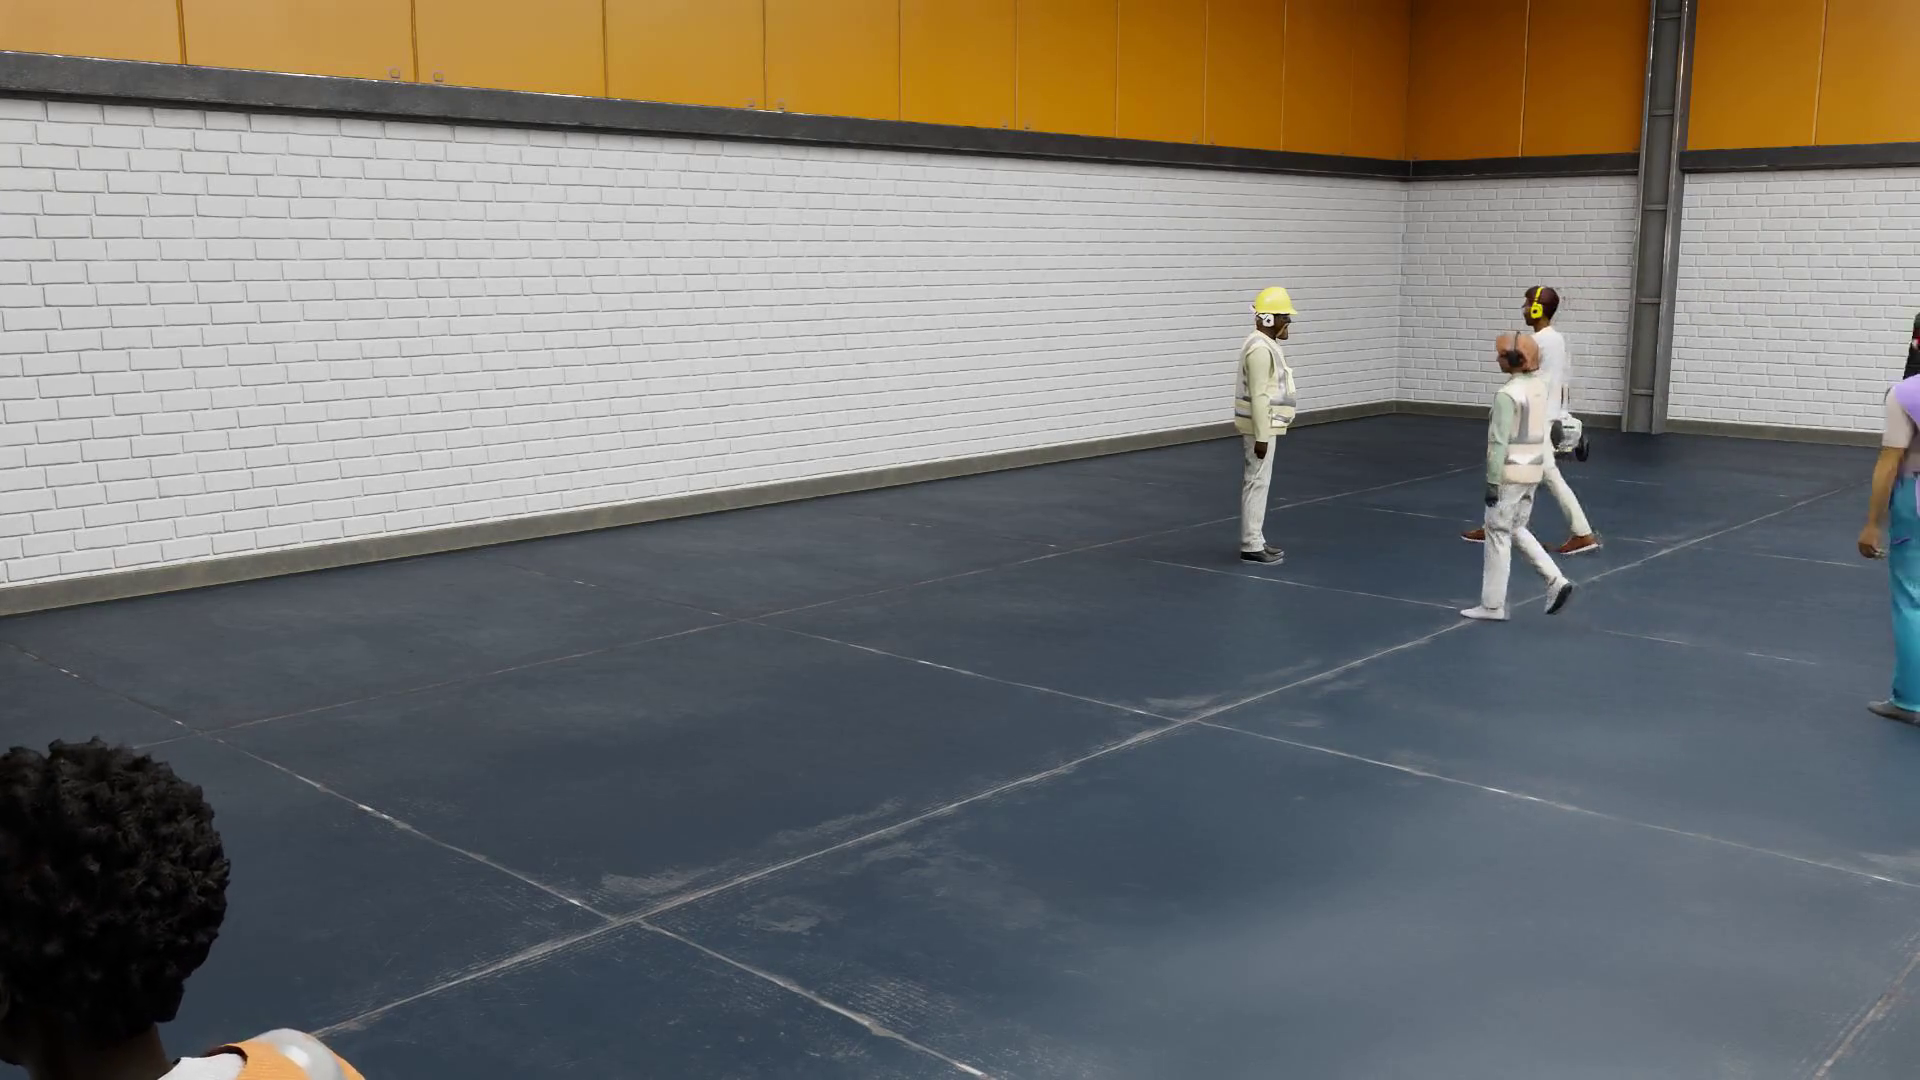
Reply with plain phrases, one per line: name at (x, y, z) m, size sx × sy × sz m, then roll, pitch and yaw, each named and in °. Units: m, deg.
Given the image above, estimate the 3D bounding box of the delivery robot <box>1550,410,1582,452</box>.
delivery robot at (5.876, -1.120, 16.417) m, size 0.477 × 0.478 × 0.707 m, roll 1°, pitch 10°, yaw 5°

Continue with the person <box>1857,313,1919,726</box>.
person at (4.199, -0.089, 7.203) m, size 0.562 × 1.830 × 0.443 m, roll -3°, pitch 10°, yaw -16°

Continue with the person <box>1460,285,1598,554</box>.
person at (3.970, -0.825, 11.406) m, size 0.969 × 1.832 × 0.515 m, roll 7°, pitch 12°, yaw 33°

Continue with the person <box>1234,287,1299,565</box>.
person at (2.011, -0.747, 10.963) m, size 0.403 × 1.825 × 0.591 m, roll 2°, pitch 10°, yaw 11°

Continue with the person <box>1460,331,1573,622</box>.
person at (3.072, -0.334, 9.136) m, size 0.508 × 1.622 × 0.538 m, roll 9°, pitch 14°, yaw 42°

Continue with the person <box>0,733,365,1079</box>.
person at (-0.670, 0.998, 1.408) m, size 0.320 × 1.690 × 0.530 m, roll 3°, pitch 10°, yaw 16°

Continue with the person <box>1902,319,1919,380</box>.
person at (7.218, -1.043, 12.220) m, size 0.640 × 1.967 × 0.524 m, roll -1°, pitch 10°, yaw -5°
